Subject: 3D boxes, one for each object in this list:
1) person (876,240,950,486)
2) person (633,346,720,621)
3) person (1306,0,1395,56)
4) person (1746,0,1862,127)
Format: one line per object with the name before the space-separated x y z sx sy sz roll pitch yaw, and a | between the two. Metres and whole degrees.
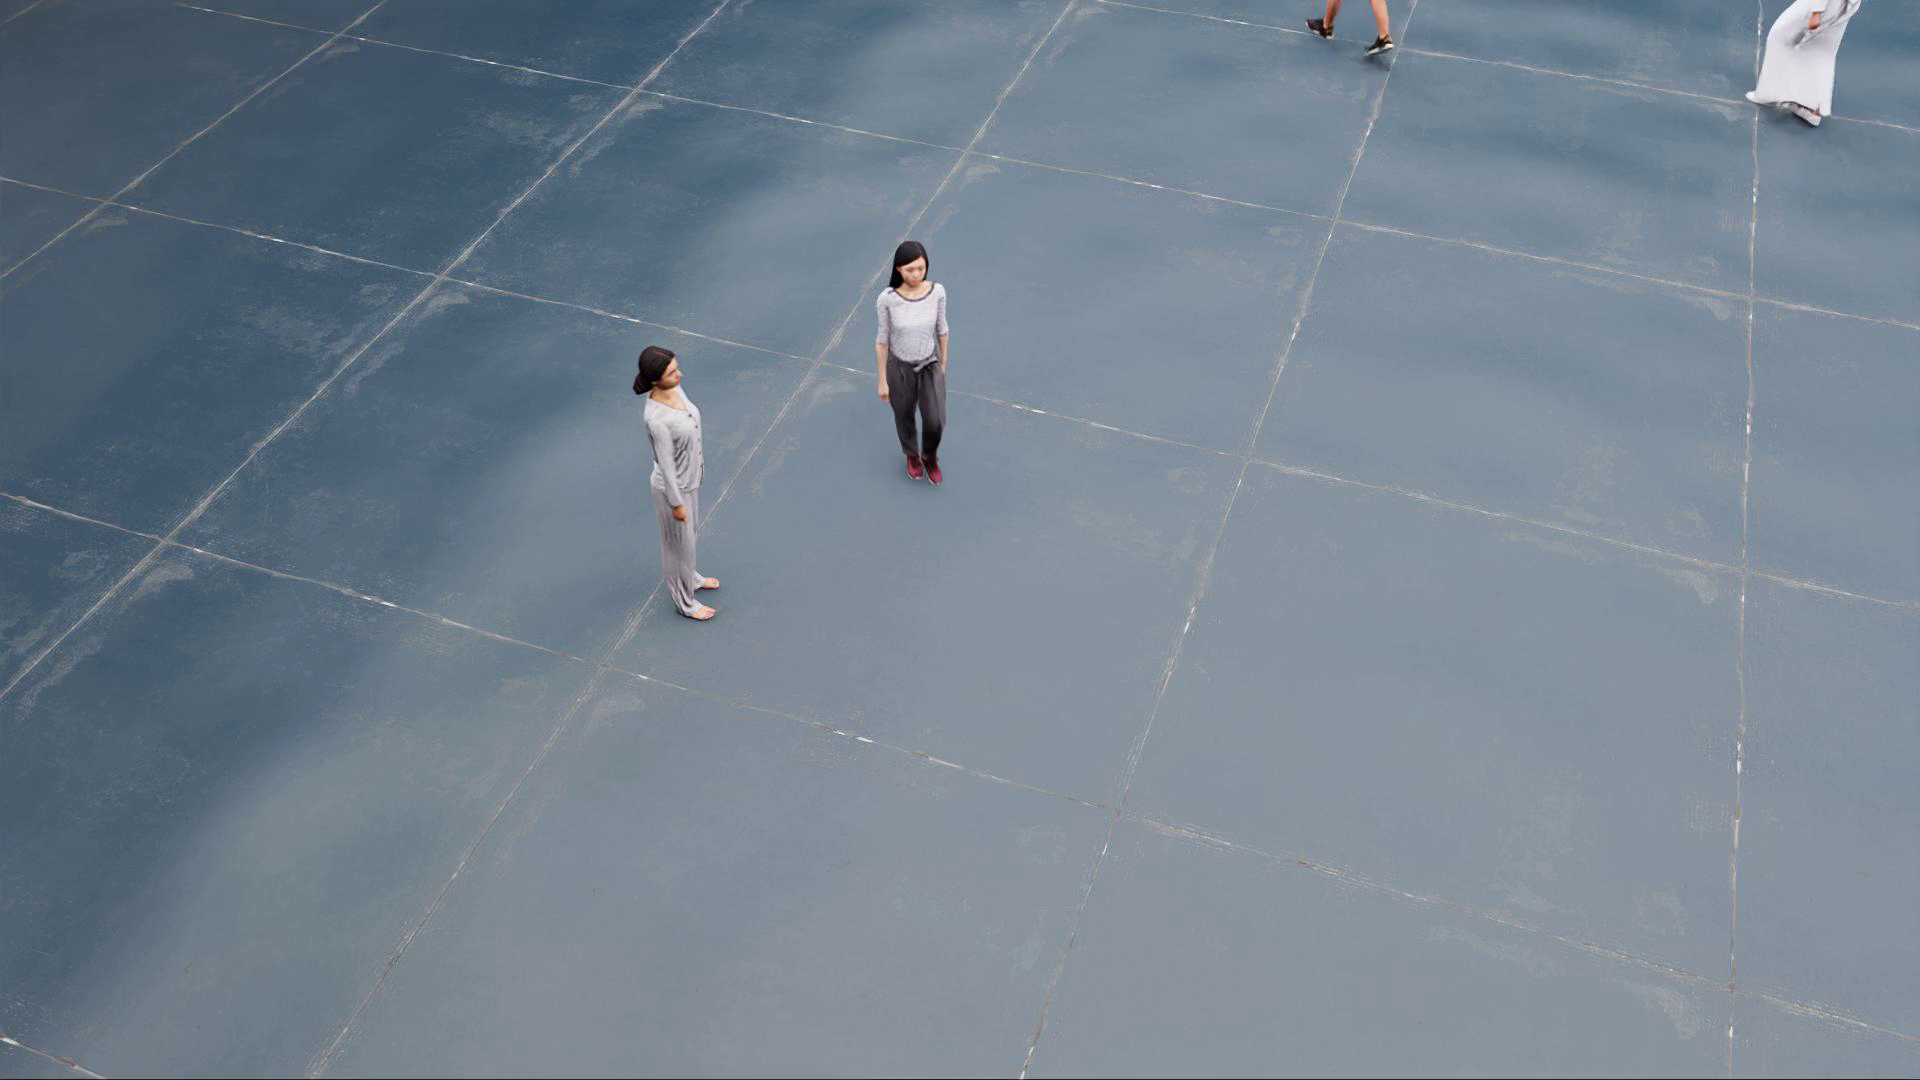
person | -0.306 -1.094 9.983 0.720 1.720 0.798 -7 43 -7
person | -1.563 -0.318 9.113 0.621 1.773 0.645 3 43 3
person | 3.478 -4.999 14.076 1.122 1.841 1.293 -25 49 -25
person | 6.924 -4.205 13.191 0.958 1.889 1.046 -25 48 -24
